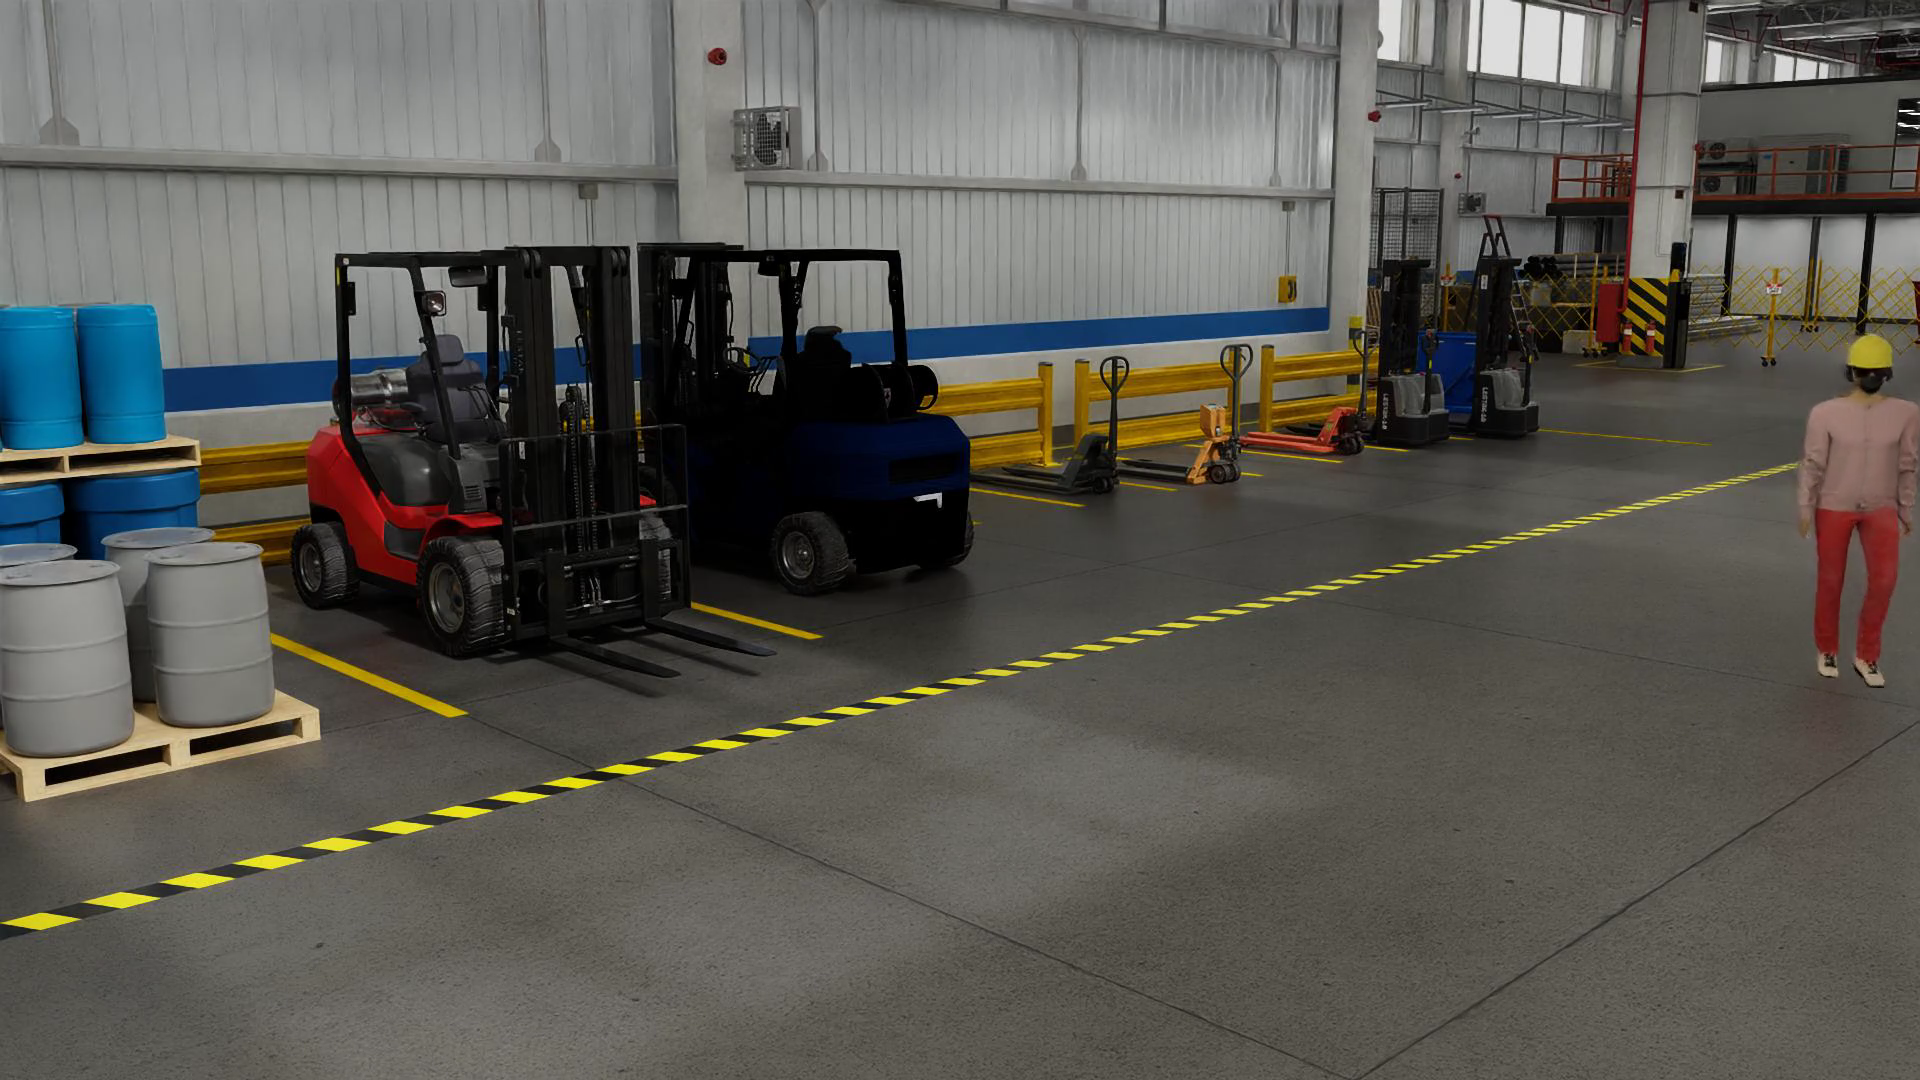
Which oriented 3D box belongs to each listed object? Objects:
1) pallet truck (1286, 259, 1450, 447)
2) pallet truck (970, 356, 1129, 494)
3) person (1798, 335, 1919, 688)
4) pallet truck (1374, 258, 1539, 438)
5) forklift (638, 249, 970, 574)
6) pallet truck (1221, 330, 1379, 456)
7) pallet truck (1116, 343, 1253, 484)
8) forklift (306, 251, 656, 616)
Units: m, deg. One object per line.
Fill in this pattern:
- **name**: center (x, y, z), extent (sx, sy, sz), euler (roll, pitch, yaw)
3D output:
- **pallet truck**: center (4.493, -2.078, 18.196), extent (0.823, 1.965, 1.885), euler (-9, 14, -40)
- **pallet truck**: center (0.784, -1.085, 14.876), extent (0.680, 1.201, 1.601), euler (-10, 14, -44)
- **person**: center (4.466, -0.138, 8.274), extent (0.553, 1.748, 0.599), euler (3, 11, 15)
- **pallet truck**: center (5.704, -2.208, 18.901), extent (1.885, 1.965, 0.823), euler (10, 14, 43)
- **forklift**: center (-1.173, -0.958, 11.239), extent (2.680, 1.987, 1.157), euler (10, 14, 43)
- **pallet truck**: center (3.563, -1.581, 17.381), extent (0.653, 1.274, 1.630), euler (-10, 14, -44)
- **pallet truck**: center (1.962, -1.215, 15.415), extent (1.522, 1.261, 0.704), euler (10, 14, 43)
- **forklift**: center (-2.833, -0.669, 9.694), extent (1.157, 1.987, 2.680), euler (-10, 14, -44)
